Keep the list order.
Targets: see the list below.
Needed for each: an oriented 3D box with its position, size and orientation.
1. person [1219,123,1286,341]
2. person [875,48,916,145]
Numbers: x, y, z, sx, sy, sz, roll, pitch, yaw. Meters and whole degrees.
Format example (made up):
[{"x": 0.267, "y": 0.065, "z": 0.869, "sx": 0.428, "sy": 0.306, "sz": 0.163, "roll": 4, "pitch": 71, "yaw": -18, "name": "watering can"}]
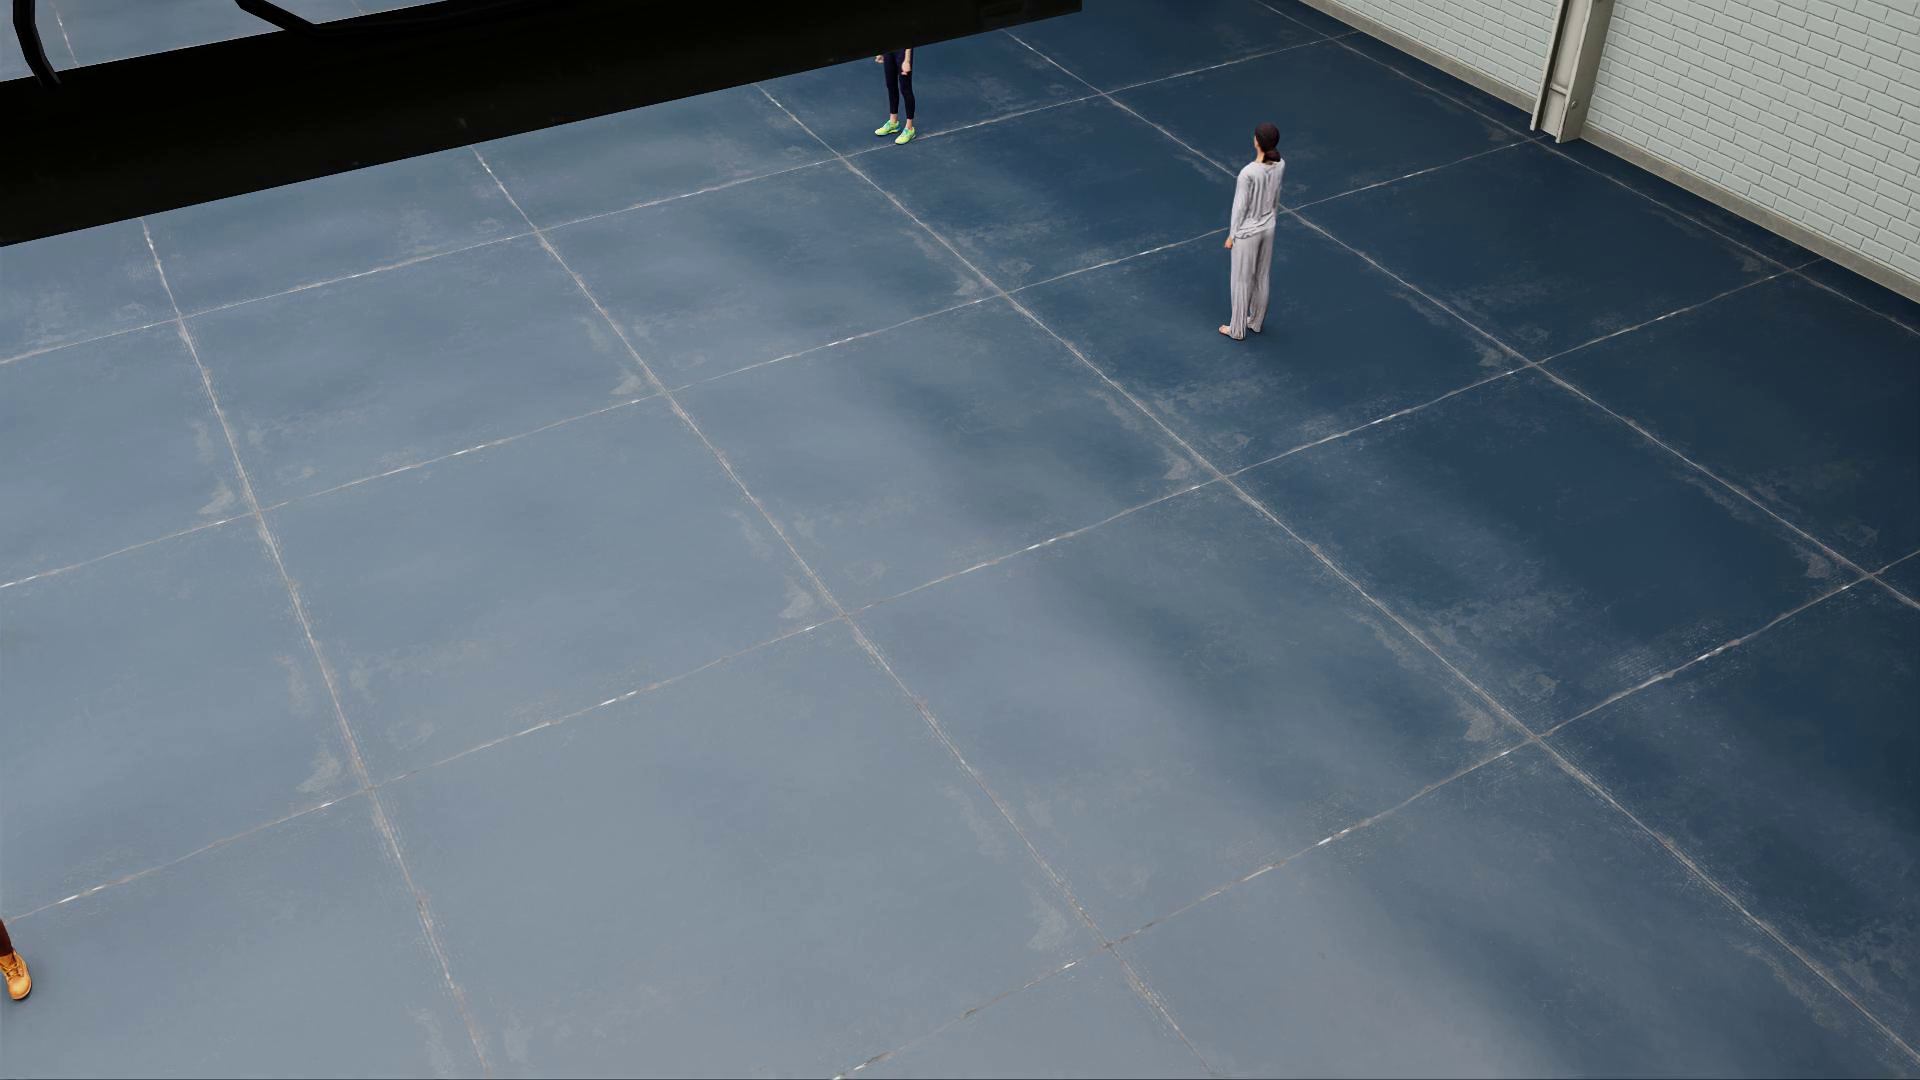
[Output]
[{"x": 2.266, "y": -2.365, "z": 12.766, "sx": 0.595, "sy": 1.774, "sz": 0.535, "roll": -21, "pitch": 43, "yaw": -25, "name": "person"}, {"x": -0.588, "y": -4.618, "z": 15.704, "sx": 0.708, "sy": 1.702, "sz": 0.552, "roll": -32, "pitch": 48, "yaw": -34, "name": "person"}]
